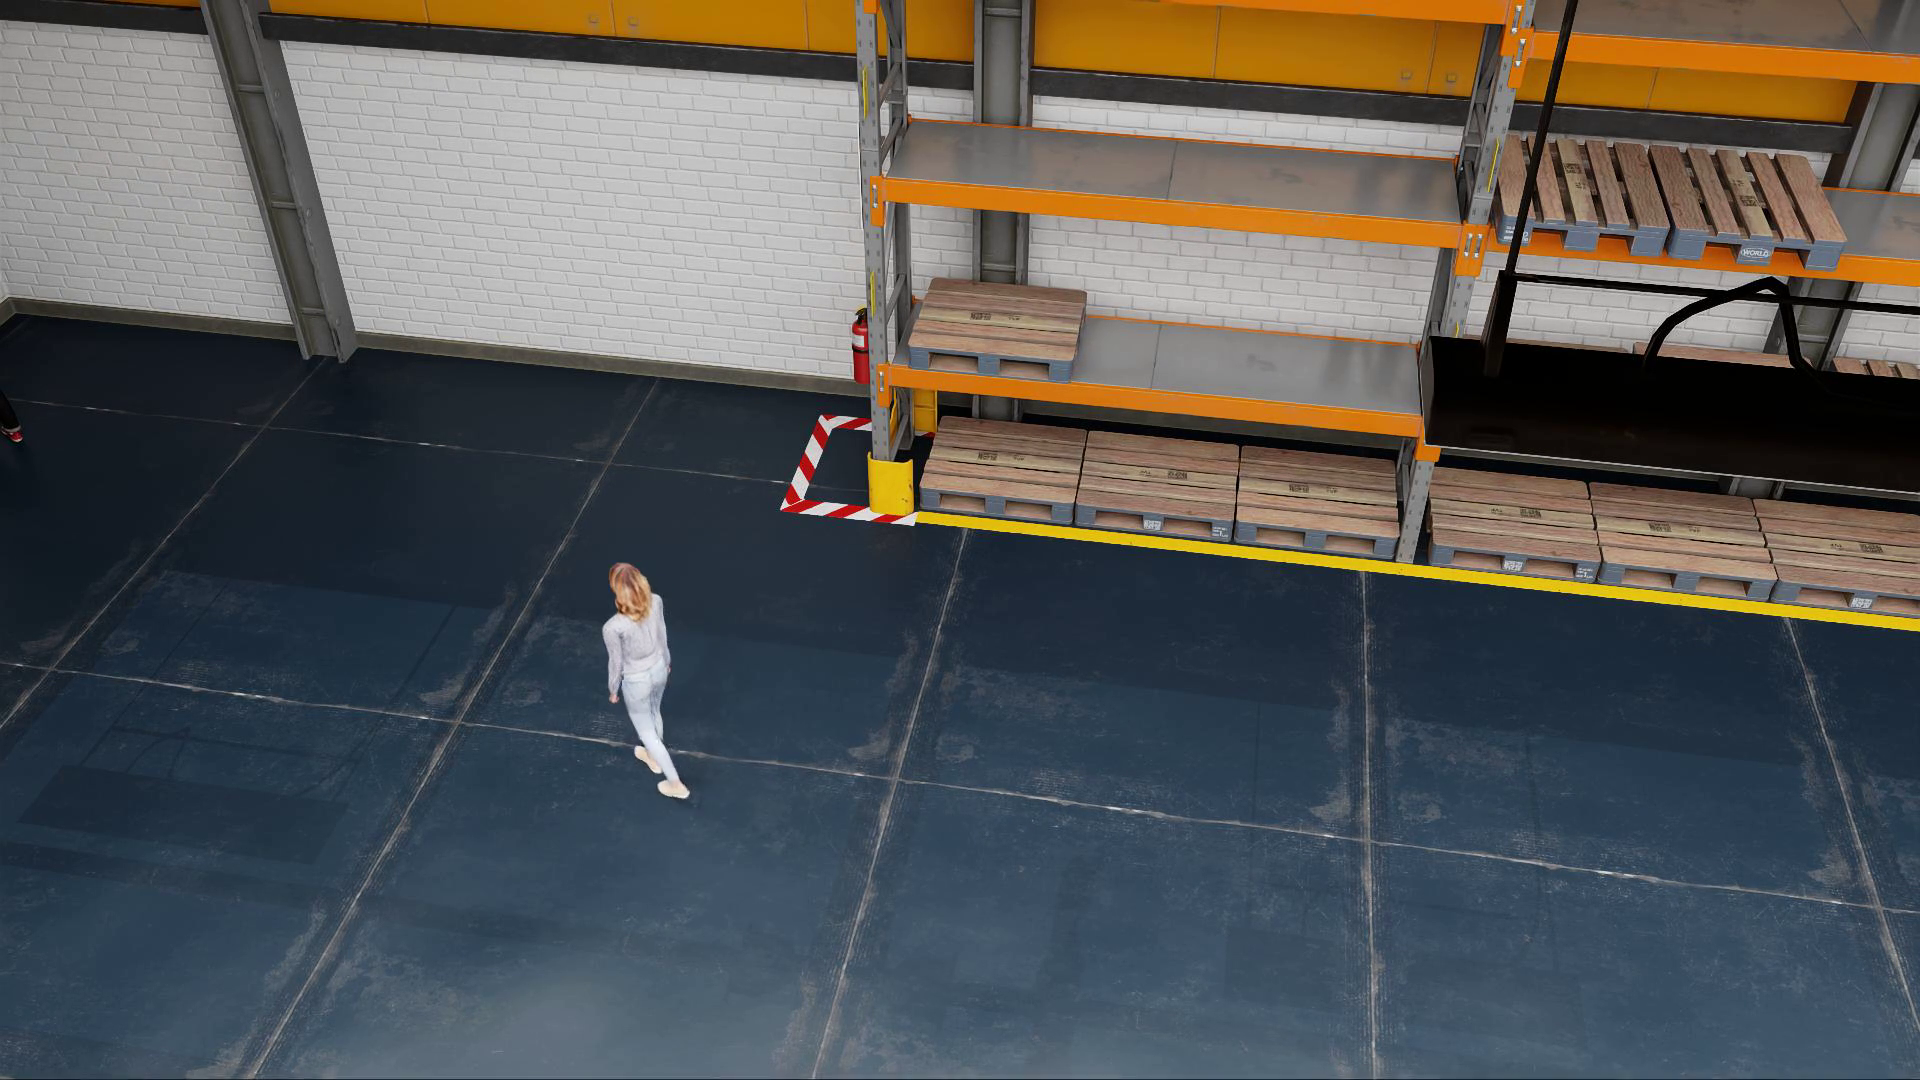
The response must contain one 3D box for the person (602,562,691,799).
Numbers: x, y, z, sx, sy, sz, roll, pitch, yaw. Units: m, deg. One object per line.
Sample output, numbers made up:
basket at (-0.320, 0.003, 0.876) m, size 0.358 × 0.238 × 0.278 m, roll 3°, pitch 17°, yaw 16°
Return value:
person at (-1.906, 0.876, 10.149) m, size 0.957 × 1.789 × 0.842 m, roll 27°, pitch 46°, yaw 30°
